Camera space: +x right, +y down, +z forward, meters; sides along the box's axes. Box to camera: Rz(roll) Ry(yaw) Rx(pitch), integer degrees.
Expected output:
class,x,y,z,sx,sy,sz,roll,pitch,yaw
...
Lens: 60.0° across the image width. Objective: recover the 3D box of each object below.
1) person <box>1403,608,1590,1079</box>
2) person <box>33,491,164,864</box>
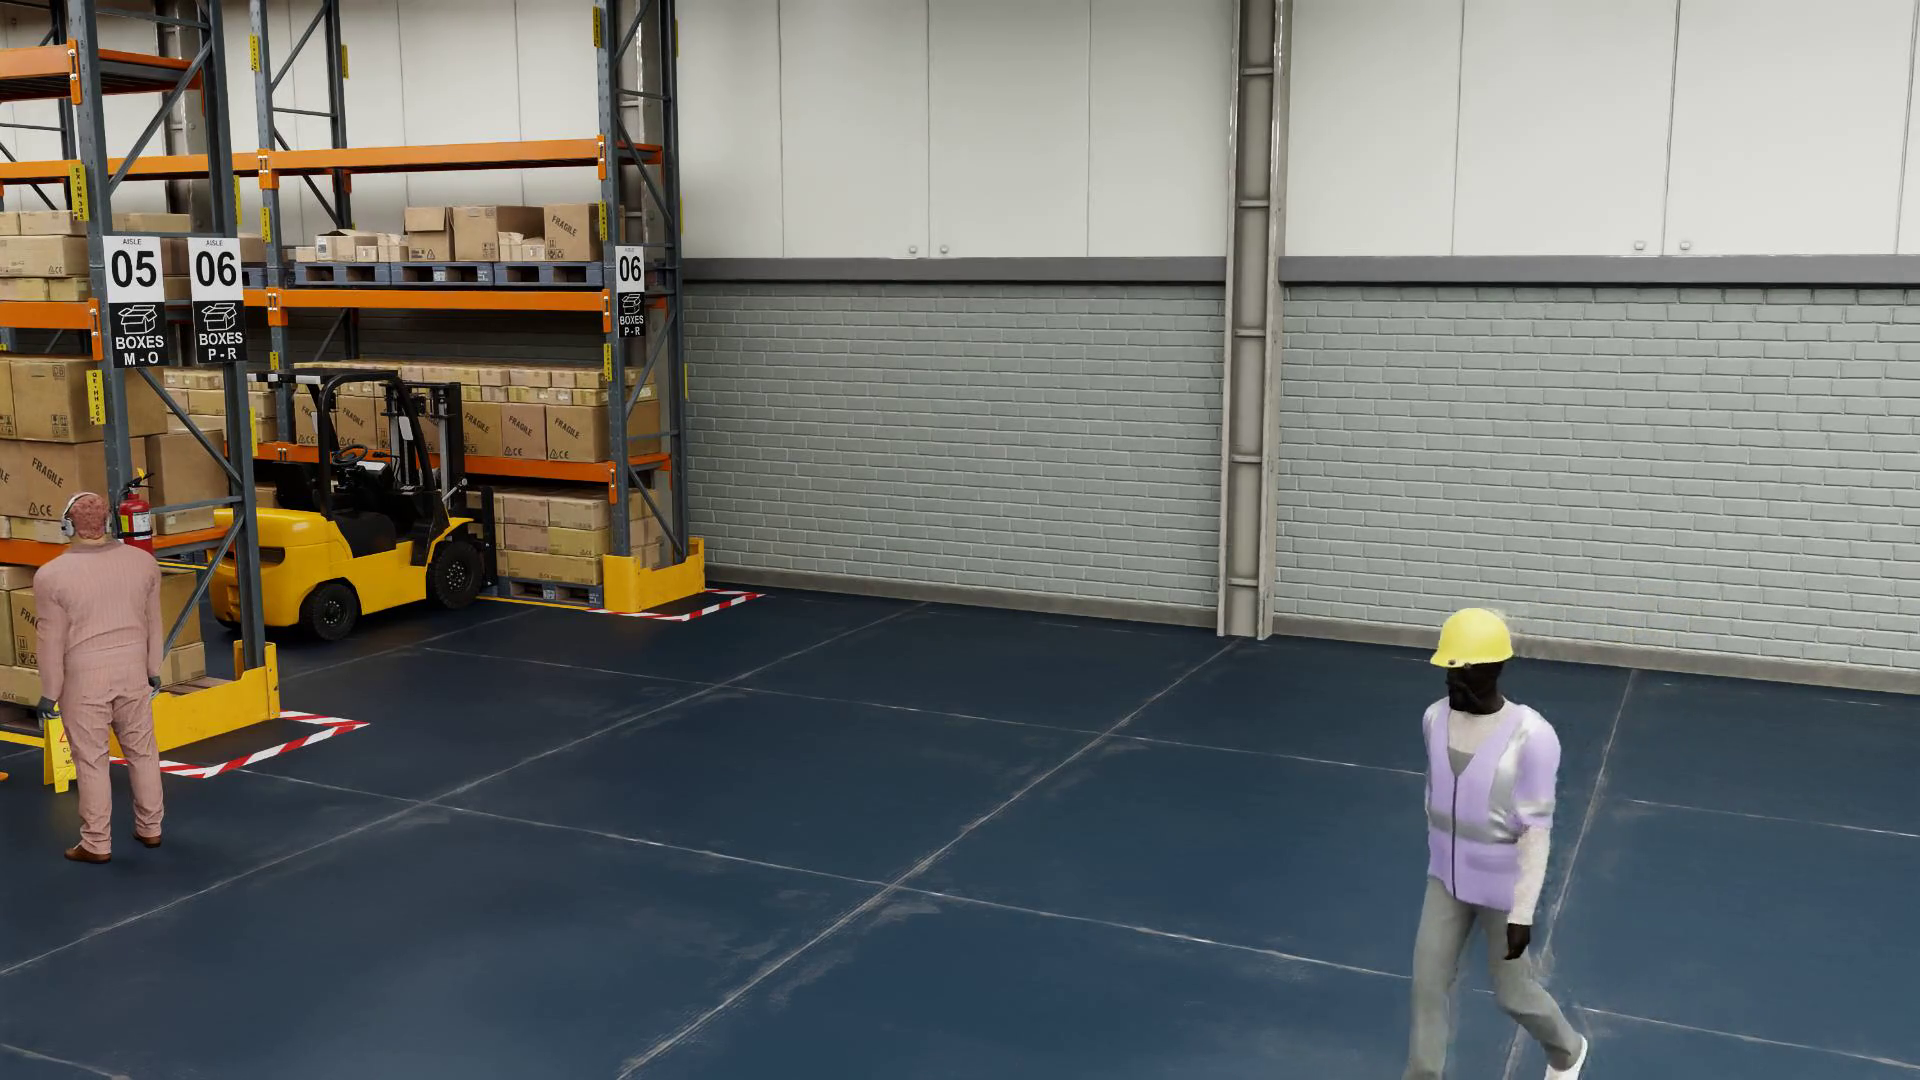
class,x,y,z,sx,sy,sz,roll,pitch,yaw
person,1.864,1.152,5.803,0.866,1.899,0.583,-6,11,-32
person,-4.416,0.700,8.540,0.407,1.910,0.638,6,11,34
